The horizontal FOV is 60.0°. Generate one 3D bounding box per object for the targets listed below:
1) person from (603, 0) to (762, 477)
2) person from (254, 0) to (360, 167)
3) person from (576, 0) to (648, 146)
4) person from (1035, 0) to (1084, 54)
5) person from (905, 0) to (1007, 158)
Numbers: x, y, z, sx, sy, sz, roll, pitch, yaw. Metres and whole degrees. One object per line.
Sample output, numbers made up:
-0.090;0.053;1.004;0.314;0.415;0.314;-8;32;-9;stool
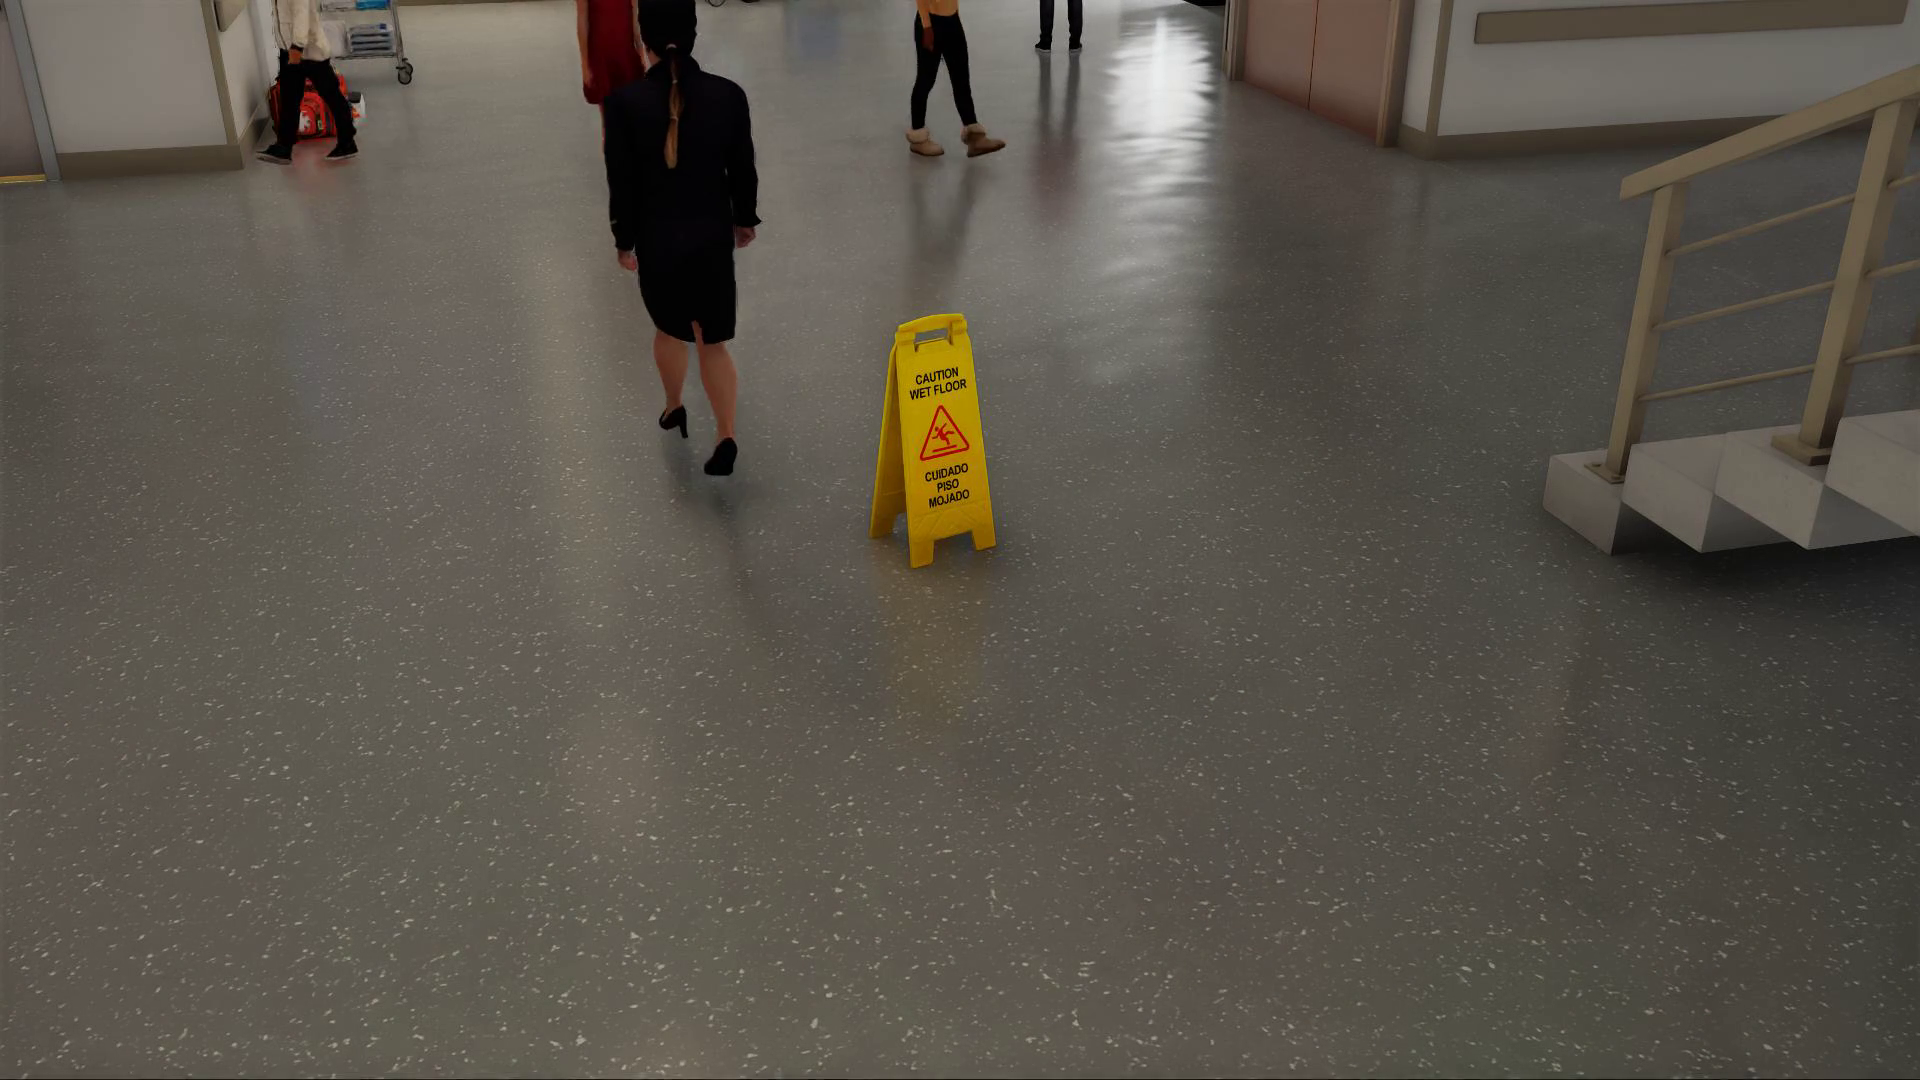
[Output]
-0.926;-0.981;5.742;0.765;1.634;1.075;-9;27;-18;person
-3.974;-3.030;10.237;0.930;1.419;0.984;14;29;26;person
-2.014;-2.784;9.588;0.605;1.540;0.675;-11;28;-22;person
0.847;-5.106;13.923;0.672;1.958;0.602;-2;26;-4;person
-0.192;-3.210;10.359;1.035;1.639;0.916;20;32;35;person
